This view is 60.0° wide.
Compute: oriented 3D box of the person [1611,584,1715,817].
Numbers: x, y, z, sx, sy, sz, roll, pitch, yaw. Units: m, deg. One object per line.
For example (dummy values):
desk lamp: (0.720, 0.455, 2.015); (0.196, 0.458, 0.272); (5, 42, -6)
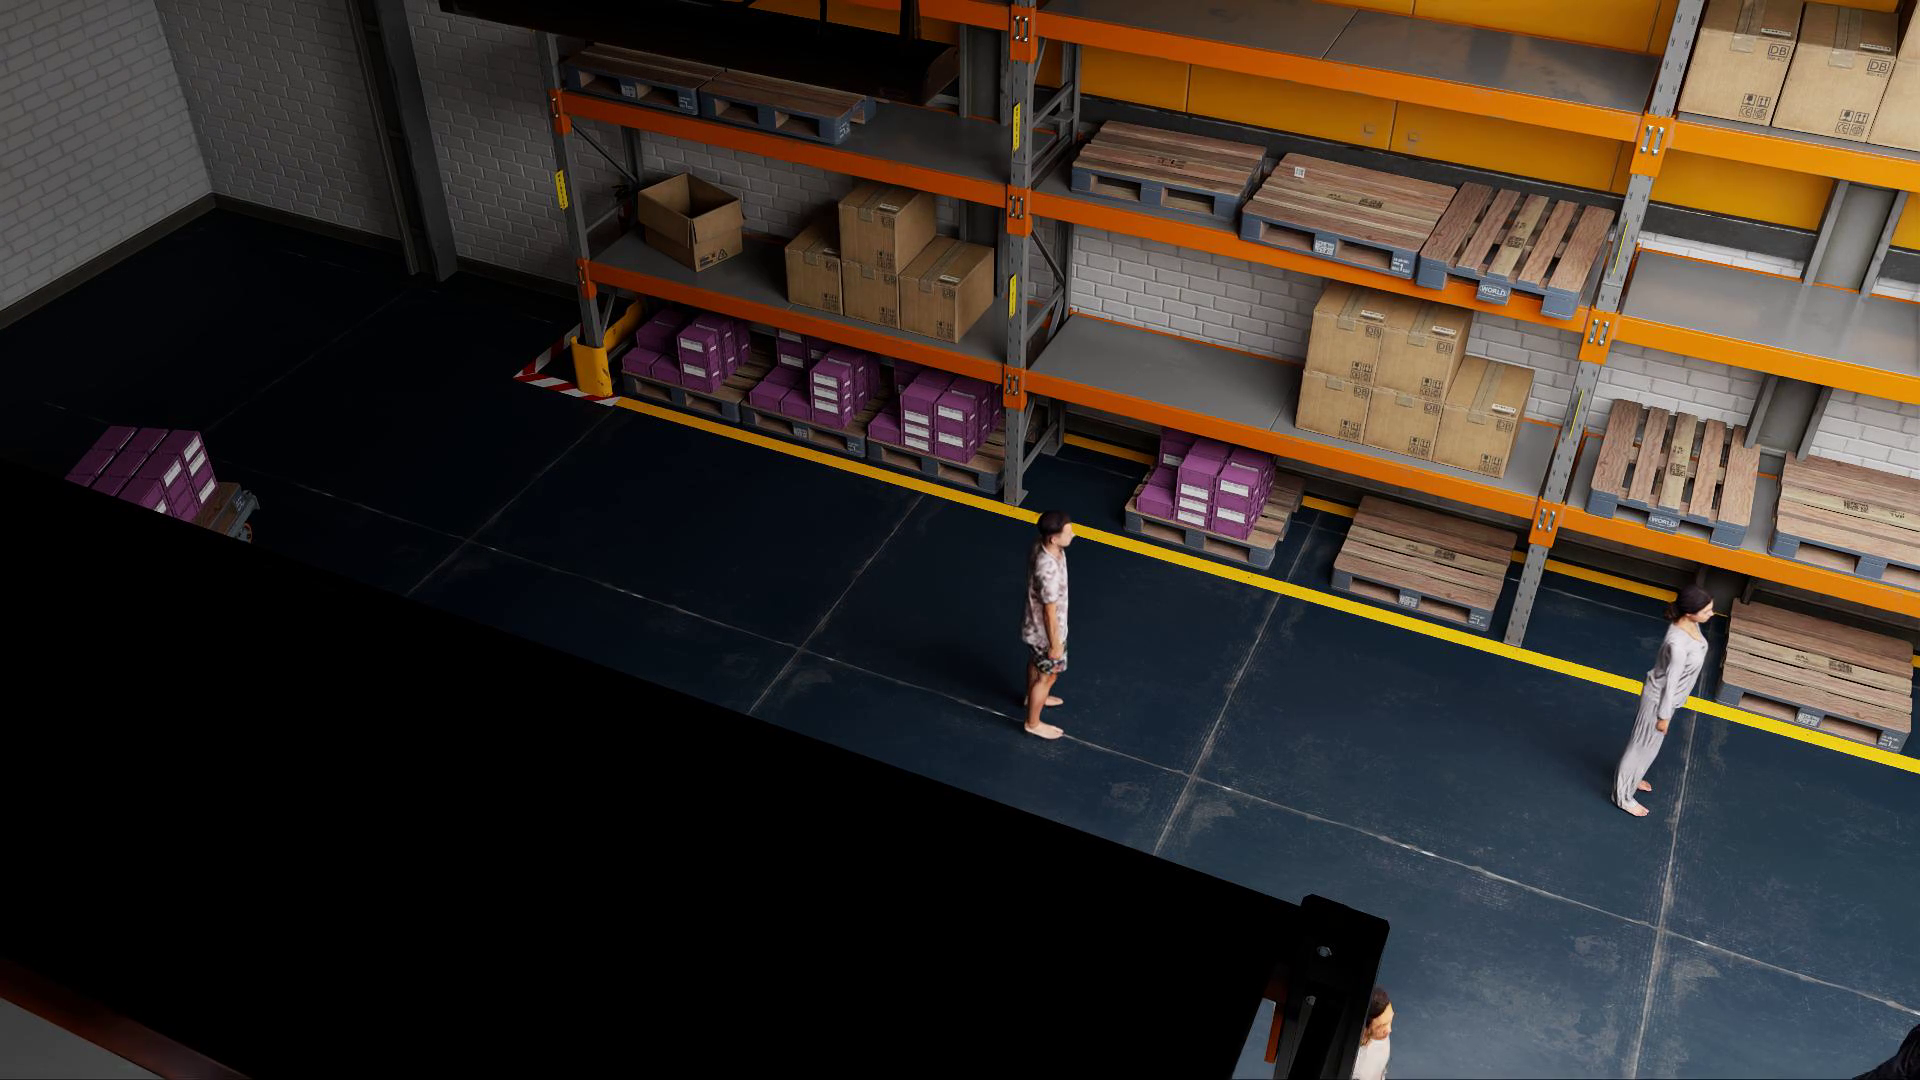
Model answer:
person: (4.412, 0.985, 10.469); (0.525, 1.774, 0.582); (17, 42, 20)

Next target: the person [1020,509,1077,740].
person: (0.546, 0.530, 11.011); (0.741, 1.809, 0.746); (-3, 39, -4)
